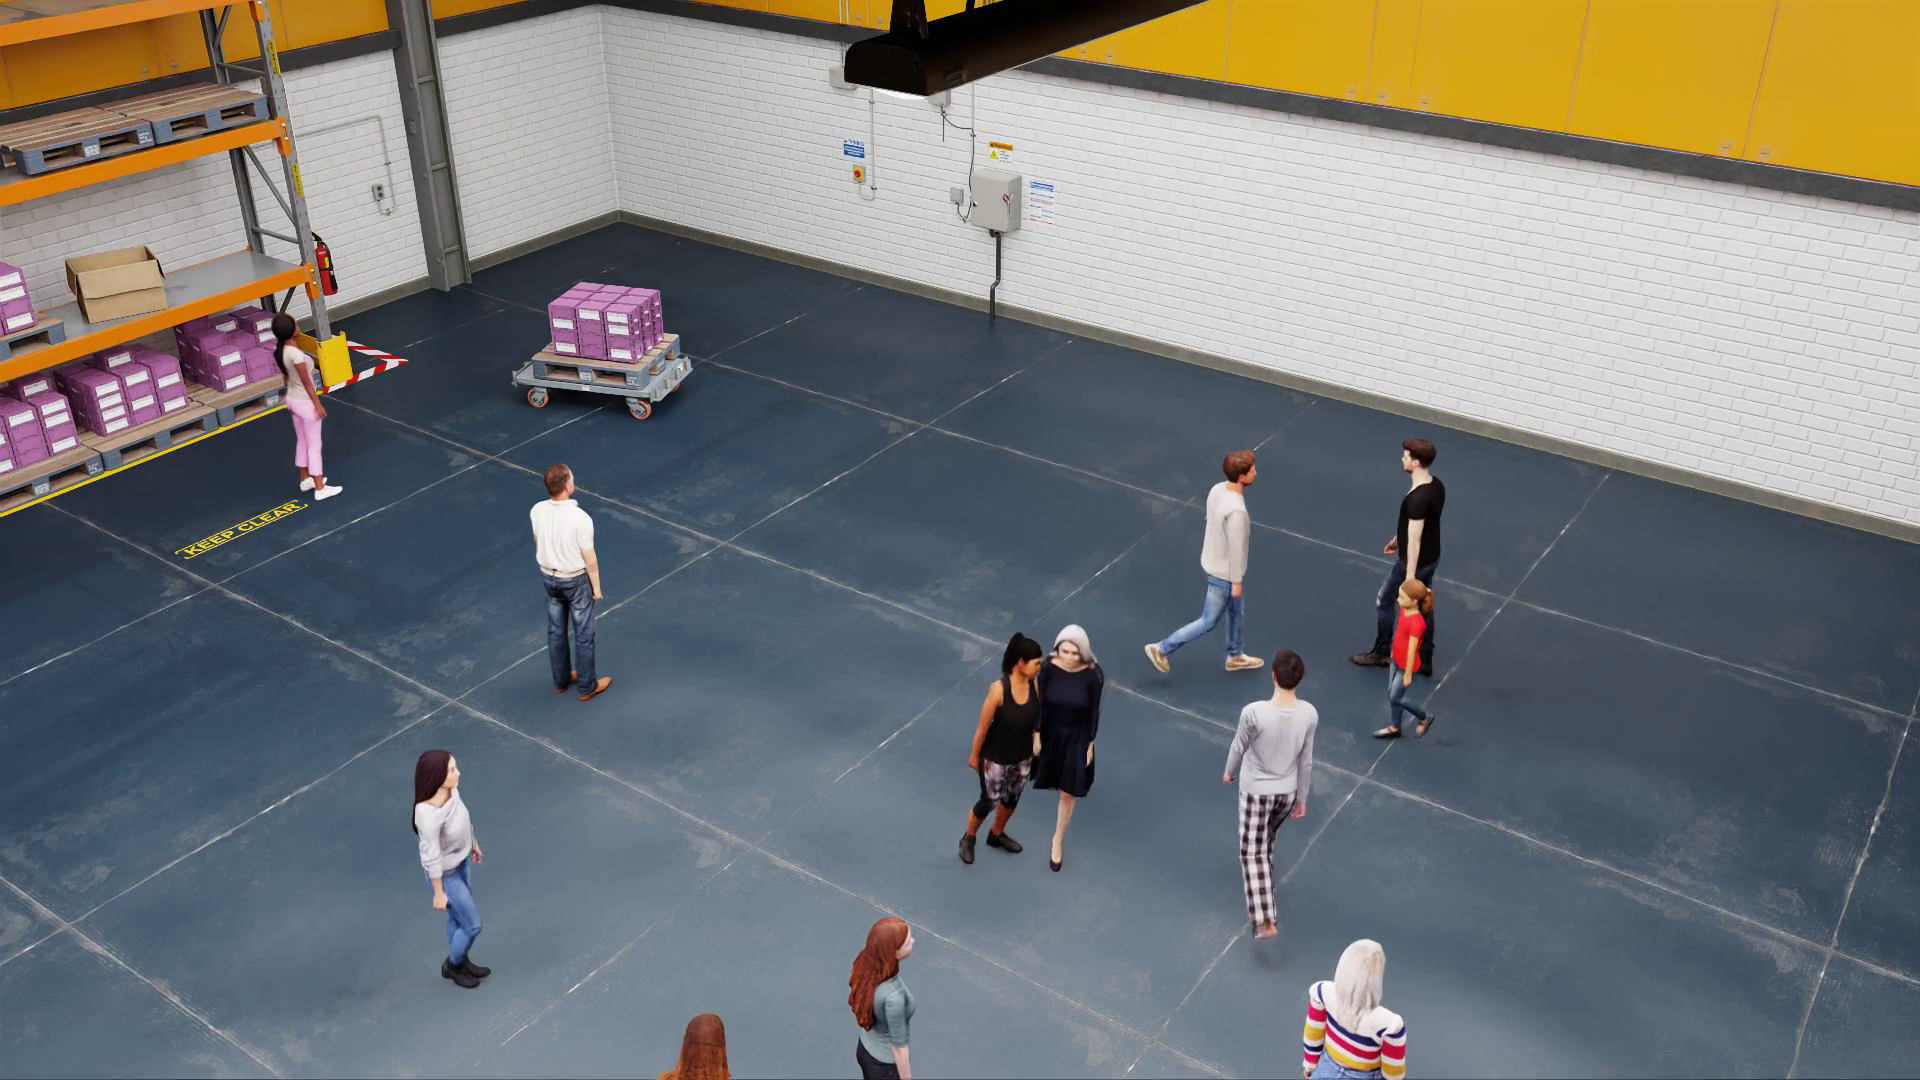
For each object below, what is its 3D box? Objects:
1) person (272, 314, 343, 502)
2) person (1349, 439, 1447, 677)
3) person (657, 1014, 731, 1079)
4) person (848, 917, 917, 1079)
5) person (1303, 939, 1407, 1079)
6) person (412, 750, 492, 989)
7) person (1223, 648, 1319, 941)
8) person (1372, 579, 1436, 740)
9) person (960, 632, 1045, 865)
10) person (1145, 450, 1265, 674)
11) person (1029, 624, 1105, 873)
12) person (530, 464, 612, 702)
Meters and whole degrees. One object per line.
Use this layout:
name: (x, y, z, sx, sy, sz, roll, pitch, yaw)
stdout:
person: (-5.954, -1.212, 15.016, 0.600, 1.739, 0.557, 25, 38, 38)
person: (3.482, 0.180, 12.332, 0.746, 1.865, 0.755, 16, 33, 27)
person: (-1.168, 2.931, 7.484, 0.911, 1.679, 1.125, 6, 29, 10)
person: (-0.366, 2.539, 8.136, 0.674, 1.741, 0.650, -12, 31, -21)
person: (1.834, 2.619, 7.920, 0.668, 1.808, 0.522, 22, 35, 34)
person: (-2.975, 1.888, 9.455, 0.774, 1.622, 0.678, 0, 29, 0)
person: (1.854, 1.542, 9.892, 1.097, 1.810, 1.170, -4, 29, -8)
person: (3.187, 0.864, 11.670, 0.726, 1.298, 0.677, -2, 29, -4)
person: (0.246, 1.316, 10.486, 0.692, 1.639, 0.856, -10, 30, -18)
person: (1.846, 0.228, 12.243, 1.243, 1.867, 1.203, -3, 29, -5)
person: (0.683, 1.248, 10.516, 0.810, 1.730, 1.001, 6, 29, 11)
person: (-2.877, 0.308, 12.113, 0.701, 1.849, 0.629, 12, 31, 20)
